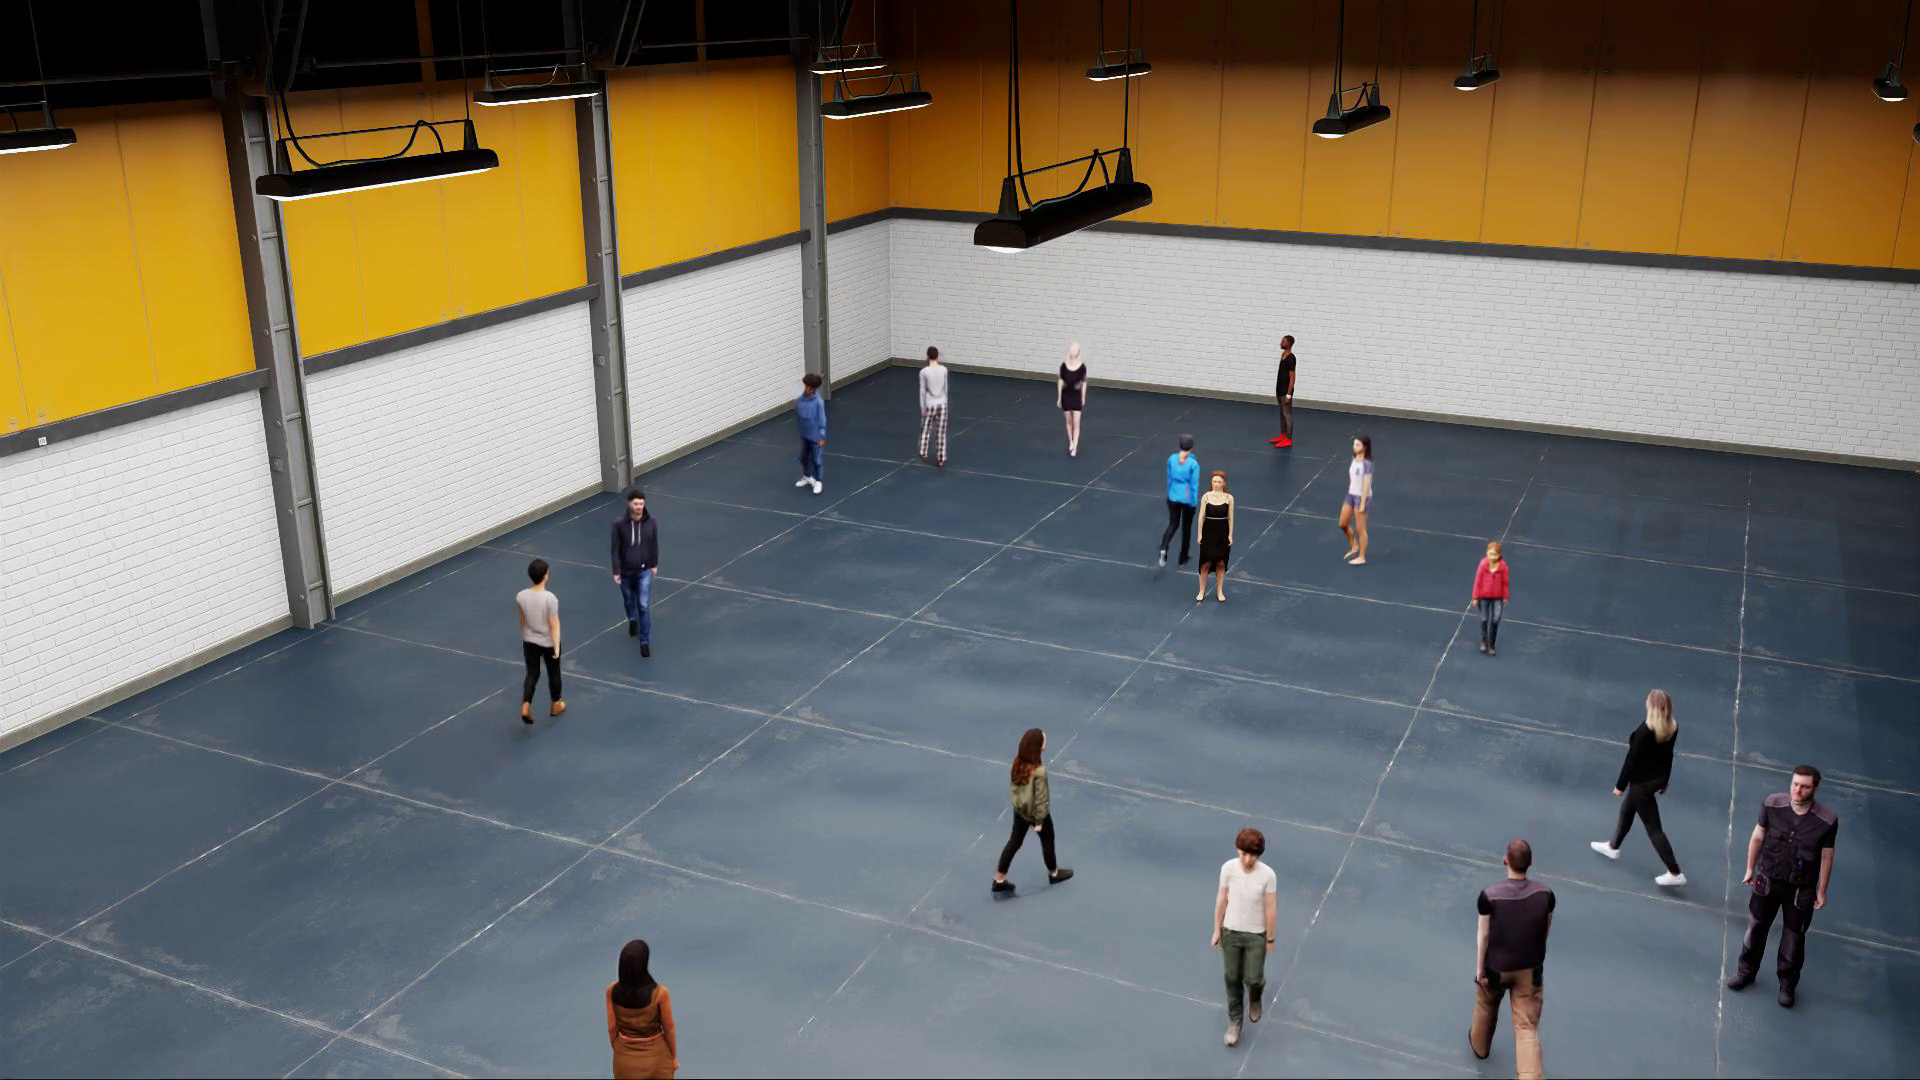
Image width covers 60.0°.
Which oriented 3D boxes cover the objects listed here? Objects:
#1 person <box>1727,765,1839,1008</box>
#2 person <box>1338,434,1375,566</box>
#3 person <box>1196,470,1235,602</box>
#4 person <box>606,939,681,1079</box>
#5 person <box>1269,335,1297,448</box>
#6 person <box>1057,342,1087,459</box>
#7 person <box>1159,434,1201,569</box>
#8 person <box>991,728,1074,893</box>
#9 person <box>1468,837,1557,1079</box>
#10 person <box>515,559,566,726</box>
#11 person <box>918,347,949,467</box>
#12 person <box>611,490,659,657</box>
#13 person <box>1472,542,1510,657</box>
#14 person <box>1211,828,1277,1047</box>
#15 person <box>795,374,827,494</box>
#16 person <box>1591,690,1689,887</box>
[{"bbox_3d":[6.043,2.492,12.164,0.775,1.846,0.684,15,24,37],"label":"person"},{"bbox_3d":[5.184,-0.518,21.299,0.750,1.719,0.702,-9,20,-24],"label":"person"},{"bbox_3d":[3.093,-0.061,20.090,0.654,1.625,0.667,2,19,4],"label":"person"},{"bbox_3d":[-1.956,3.215,10.259,0.630,1.690,0.616,1,19,4],"label":"person"},{"bbox_3d":[5.247,-2.408,26.777,0.776,1.805,0.656,-2,19,-7],"label":"person"},{"bbox_3d":[1.772,-2.220,26.232,0.752,1.797,1.089,4,19,11],"label":"person"},{"bbox_3d":[2.751,-0.453,21.014,0.761,1.777,1.064,14,23,36],"label":"person"},{"bbox_3d":[0.513,2.233,13.559,1.067,1.445,0.900,-11,22,-30],"label":"person"},{"bbox_3d":[3.704,2.885,11.067,0.935,1.800,1.288,2,19,6],"label":"person"},{"bbox_3d":[-4.242,1.051,16.670,0.772,1.699,1.049,5,19,14],"label":"person"},{"bbox_3d":[-0.352,-2.038,25.648,0.994,1.823,1.080,-5,19,-14],"label":"person"},{"bbox_3d":[-3.648,0.318,18.619,1.181,1.845,1.317,-4,19,-12],"label":"person"},{"bbox_3d":[5.921,0.623,18.560,0.572,1.305,0.616,6,19,16],"label":"person"},{"bbox_3d":[2.019,2.739,11.744,0.586,1.644,0.727,7,20,21],"label":"person"},{"bbox_3d":[-2.154,-1.557,24.300,0.815,1.772,0.730,17,25,41],"label":"person"},{"bbox_3d":[5.738,2.079,13.706,1.166,1.644,1.068,-12,22,-32],"label":"person"}]
